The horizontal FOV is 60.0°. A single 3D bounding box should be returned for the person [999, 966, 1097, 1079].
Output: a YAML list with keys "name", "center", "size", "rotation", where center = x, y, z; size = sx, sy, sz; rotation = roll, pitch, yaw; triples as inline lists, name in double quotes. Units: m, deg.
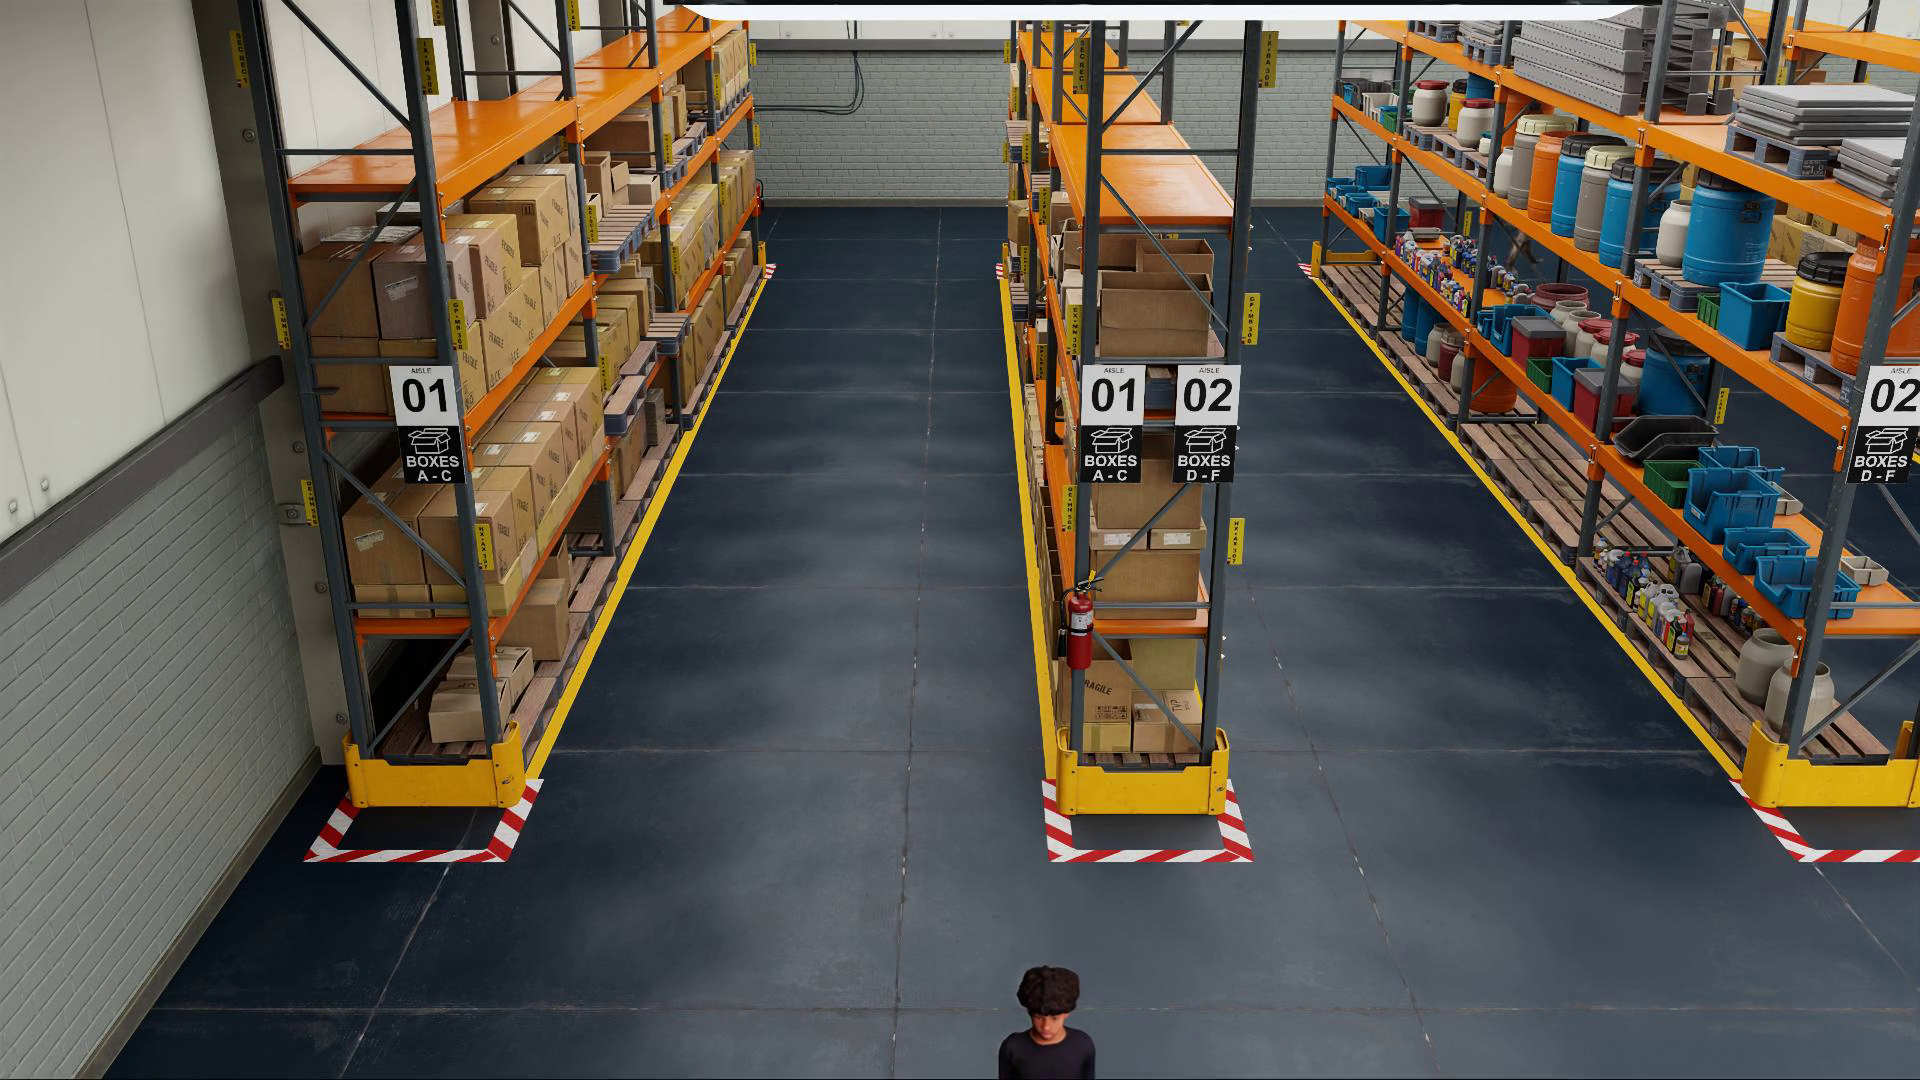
- name: "person"
  center: [0.387, 2.640, 7.368]
  size: [0.571, 1.794, 0.542]
  rotation: [0, 22, 0]
